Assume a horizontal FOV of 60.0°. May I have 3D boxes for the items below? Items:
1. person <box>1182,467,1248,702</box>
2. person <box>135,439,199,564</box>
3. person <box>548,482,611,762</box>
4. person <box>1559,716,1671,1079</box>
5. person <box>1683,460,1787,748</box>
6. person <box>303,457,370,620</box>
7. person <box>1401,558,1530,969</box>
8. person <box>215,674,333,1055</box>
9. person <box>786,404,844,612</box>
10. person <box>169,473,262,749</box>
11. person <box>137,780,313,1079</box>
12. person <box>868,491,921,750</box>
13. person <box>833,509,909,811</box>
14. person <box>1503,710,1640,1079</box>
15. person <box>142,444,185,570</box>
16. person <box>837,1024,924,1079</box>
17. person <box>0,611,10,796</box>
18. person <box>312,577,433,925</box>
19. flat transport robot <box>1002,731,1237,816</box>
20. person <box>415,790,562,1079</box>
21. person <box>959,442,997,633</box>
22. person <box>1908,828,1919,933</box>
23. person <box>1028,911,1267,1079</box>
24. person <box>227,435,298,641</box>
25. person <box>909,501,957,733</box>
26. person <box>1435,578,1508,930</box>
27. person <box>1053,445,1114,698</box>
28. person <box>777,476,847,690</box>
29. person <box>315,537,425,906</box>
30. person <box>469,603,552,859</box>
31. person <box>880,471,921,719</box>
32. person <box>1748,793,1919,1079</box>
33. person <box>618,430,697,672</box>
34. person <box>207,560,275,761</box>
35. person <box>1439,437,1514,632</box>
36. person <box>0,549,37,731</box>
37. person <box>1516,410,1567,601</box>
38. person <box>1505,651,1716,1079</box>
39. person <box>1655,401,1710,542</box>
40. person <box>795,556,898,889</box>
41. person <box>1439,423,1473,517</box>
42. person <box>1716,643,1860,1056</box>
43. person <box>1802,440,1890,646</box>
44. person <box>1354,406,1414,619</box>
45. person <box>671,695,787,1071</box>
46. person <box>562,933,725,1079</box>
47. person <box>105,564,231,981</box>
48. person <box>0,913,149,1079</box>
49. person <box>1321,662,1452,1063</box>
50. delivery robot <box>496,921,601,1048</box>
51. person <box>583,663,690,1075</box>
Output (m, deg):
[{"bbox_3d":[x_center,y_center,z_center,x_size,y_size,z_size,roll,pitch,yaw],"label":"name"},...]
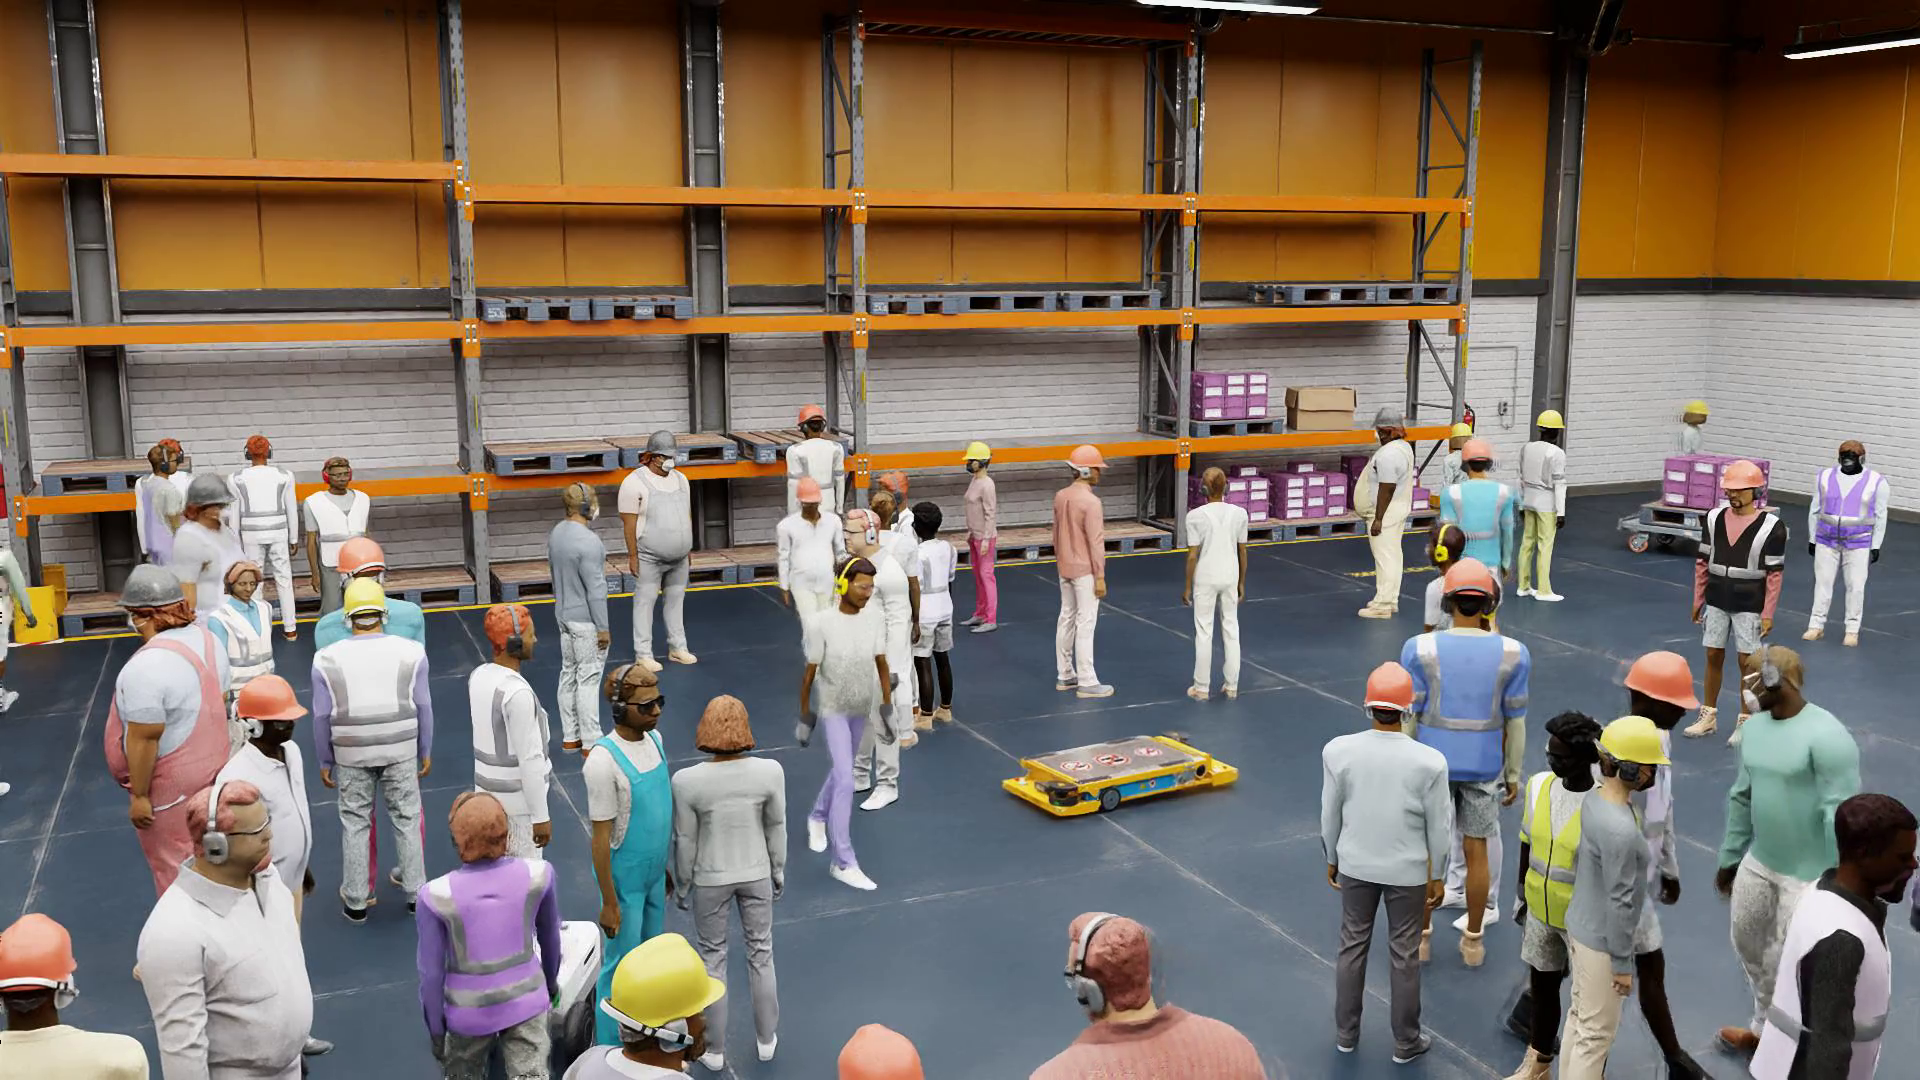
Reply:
[{"bbox_3d":[1.985,0.349,12.966,0.506,1.846,0.344,-2,10,-10],"label":"person"},{"bbox_3d":[-6.870,0.052,14.572,0.581,1.880,0.339,-3,10,-18],"label":"person"},{"bbox_3d":[-2.601,0.559,11.492,0.372,1.939,0.632,-8,13,-39],"label":"person"},{"bbox_3d":[2.508,1.533,6.405,0.339,1.761,0.524,2,10,11],"label":"person"},{"bbox_3d":[5.500,0.449,11.821,0.374,2.044,0.607,-8,13,-39],"label":"person"},{"bbox_3d":[-5.077,0.232,13.644,0.390,1.844,0.563,8,13,39],"label":"person"},{"bbox_3d":[2.441,1.095,8.150,0.611,2.030,0.410,1,10,7],"label":"person"},{"bbox_3d":[-2.892,1.421,7.051,0.341,1.752,0.563,1,10,3],"label":"person"},{"bbox_3d":[-1.424,-0.299,16.155,0.615,2.032,0.393,-6,12,-31],"label":"person"},{"bbox_3d":[-5.215,0.514,11.451,0.776,2.000,0.680,-1,10,-7],"label":"person"},{"bbox_3d":[-2.212,1.673,5.164,0.409,1.907,0.651,1,10,4],"label":"person"},{"bbox_3d":[-0.525,0.570,11.693,0.504,1.847,0.345,1,10,4],"label":"person"},{"bbox_3d":[-0.604,0.745,10.507,0.400,1.910,0.643,-7,12,-36],"label":"person"},{"bbox_3d":[2.456,1.509,6.711,0.317,1.694,0.540,-6,11,-31],"label":"person"},{"bbox_3d":[-6.881,0.088,14.469,0.507,1.846,0.344,7,12,36],"label":"person"},{"bbox_3d":[-0.160,1.975,3.888,0.564,1.741,0.347,-7,12,-36],"label":"person"},{"bbox_3d":[-6.372,0.740,10.504,0.592,1.919,0.392,-4,11,-22],"label":"person"},{"bbox_3d":[-3.063,1.101,8.715,0.590,1.824,0.404,-4,11,-21],"label":"person"},{"bbox_3d":[1.048,1.506,10.832,1.431,0.197,0.652,-6,12,-31],"label":"flat transport robot"},{"bbox_3d":[-1.695,1.677,6.010,0.530,1.608,0.799,-5,11,-26],"label":"person"},{"bbox_3d":[0.176,-0.025,15.349,0.315,1.769,0.524,-3,10,-16],"label":"person"},{"bbox_3d":[4.202,1.520,6.909,0.540,1.602,0.778,1,10,3],"label":"person"},{"bbox_3d":[0.452,1.869,4.241,0.656,1.835,0.965,-5,11,-25],"label":"person"},{"bbox_3d":[-6.239,-0.004,14.930,0.573,1.876,0.355,-5,11,-25],"label":"person"},{"bbox_3d":[-0.234,0.560,12.175,0.315,1.696,0.541,7,12,35],"label":"person"},{"bbox_3d":[2.664,1.089,8.632,0.332,1.872,0.514,-3,10,-18],"label":"person"},{"bbox_3d":[0.966,0.242,13.152,0.376,1.994,0.609,-5,11,-28],"label":"person"},{"bbox_3d":[-1.217,0.313,13.567,0.570,1.720,0.788,-5,11,-25],"label":"person"},{"bbox_3d":[-3.165,0.971,8.978,0.615,1.987,0.406,-9,13,-41],"label":"person"},{"bbox_3d":[-2.084,1.225,7.811,0.355,1.884,0.575,-8,13,-39],"label":"person"},{"bbox_3d":[-0.467,0.413,12.479,0.356,1.887,0.574,-3,10,-16],"label":"person"},{"bbox_3d":[2.603,1.679,5.184,0.820,1.889,0.613,6,12,32],"label":"person"},{"bbox_3d":[-2.492,0.075,13.979,0.535,2.000,0.680,9,14,43],"label":"person"},{"bbox_3d":[-4.376,0.934,10.196,0.314,1.636,0.515,3,10,16],"label":"person"},{"bbox_3d":[4.228,0.163,13.633,0.620,2.009,1.029,1,10,6],"label":"person"},{"bbox_3d":[-7.149,0.599,12.263,0.529,1.591,0.875,0,10,-1],"label":"person"},{"bbox_3d":[5.867,-0.347,16.739,0.373,1.925,0.595,-5,11,-26],"label":"person"},{"bbox_3d":[2.808,1.370,7.021,1.037,1.873,0.554,8,13,40],"label":"person"},{"bbox_3d":[8.753,-0.833,20.128,0.547,1.723,0.491,7,12,36],"label":"person"},{"bbox_3d":[-0.689,0.979,9.475,0.531,1.826,0.923,-8,12,-37],"label":"person"},{"bbox_3d":[5.203,-0.350,17.309,0.484,1.738,0.305,-3,10,-18],"label":"person"},{"bbox_3d":[3.453,1.385,6.901,0.372,1.893,0.710,-2,10,-12],"label":"person"},{"bbox_3d":[7.905,0.021,14.864,0.624,1.844,0.430,9,13,41],"label":"person"},{"bbox_3d":[4.055,-0.275,15.995,0.538,2.000,0.684,5,11,27],"label":"person"},{"bbox_3d":[-0.985,1.465,7.146,0.498,1.633,0.285,-4,10,-20],"label":"person"},{"bbox_3d":[-0.733,1.875,4.207,0.588,1.834,0.403,9,14,43],"label":"person"},{"bbox_3d":[-3.843,1.103,8.056,0.535,2.000,0.683,1,10,5],"label":"person"},{"bbox_3d":[-2.459,1.864,4.523,0.565,1.744,0.342,-3,10,-17],"label":"person"},{"bbox_3d":[1.846,1.390,7.218,0.561,1.756,0.318,5,11,28],"label":"person"},{"bbox_3d":[-1.838,1.918,7.372,0.477,0.478,0.707,0,10,2],"label":"delivery robot"},{"bbox_3d":[-1.340,1.407,6.870,0.330,1.844,0.520,3,10,17],"label":"person"}]
